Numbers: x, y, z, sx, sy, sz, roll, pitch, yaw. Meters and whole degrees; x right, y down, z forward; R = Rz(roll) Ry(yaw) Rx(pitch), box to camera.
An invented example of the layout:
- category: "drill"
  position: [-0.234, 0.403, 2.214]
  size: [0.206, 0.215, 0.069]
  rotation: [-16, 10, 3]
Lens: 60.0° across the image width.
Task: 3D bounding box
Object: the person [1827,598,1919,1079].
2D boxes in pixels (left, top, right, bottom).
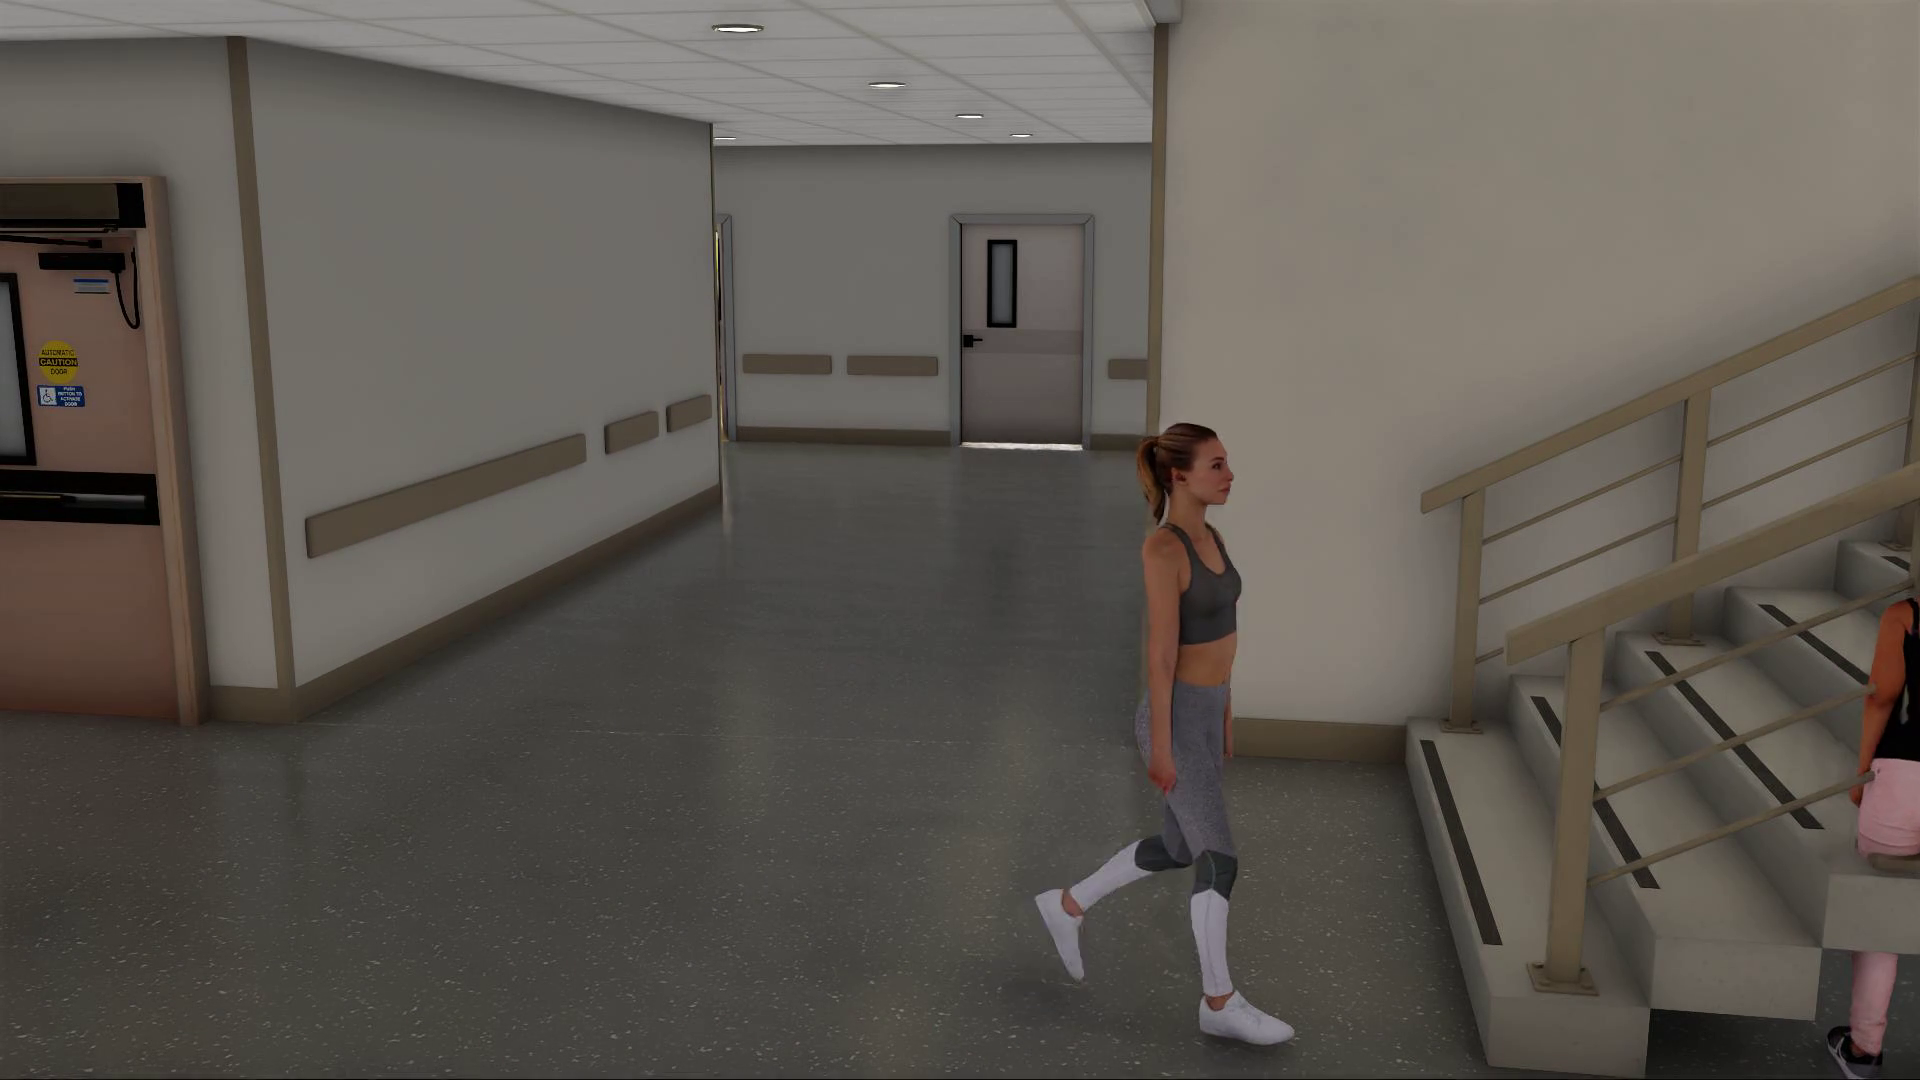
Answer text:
- category: "person"
  position: [2.470, 0.647, 4.248]
  size: [0.506, 1.564, 0.606]
  rotation: [4, 11, 18]

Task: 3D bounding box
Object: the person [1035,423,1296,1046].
- category: "person"
  position: [0.542, 0.526, 4.568]
  size: [1.093, 1.681, 0.781]
  rotation: [6, 12, 28]
